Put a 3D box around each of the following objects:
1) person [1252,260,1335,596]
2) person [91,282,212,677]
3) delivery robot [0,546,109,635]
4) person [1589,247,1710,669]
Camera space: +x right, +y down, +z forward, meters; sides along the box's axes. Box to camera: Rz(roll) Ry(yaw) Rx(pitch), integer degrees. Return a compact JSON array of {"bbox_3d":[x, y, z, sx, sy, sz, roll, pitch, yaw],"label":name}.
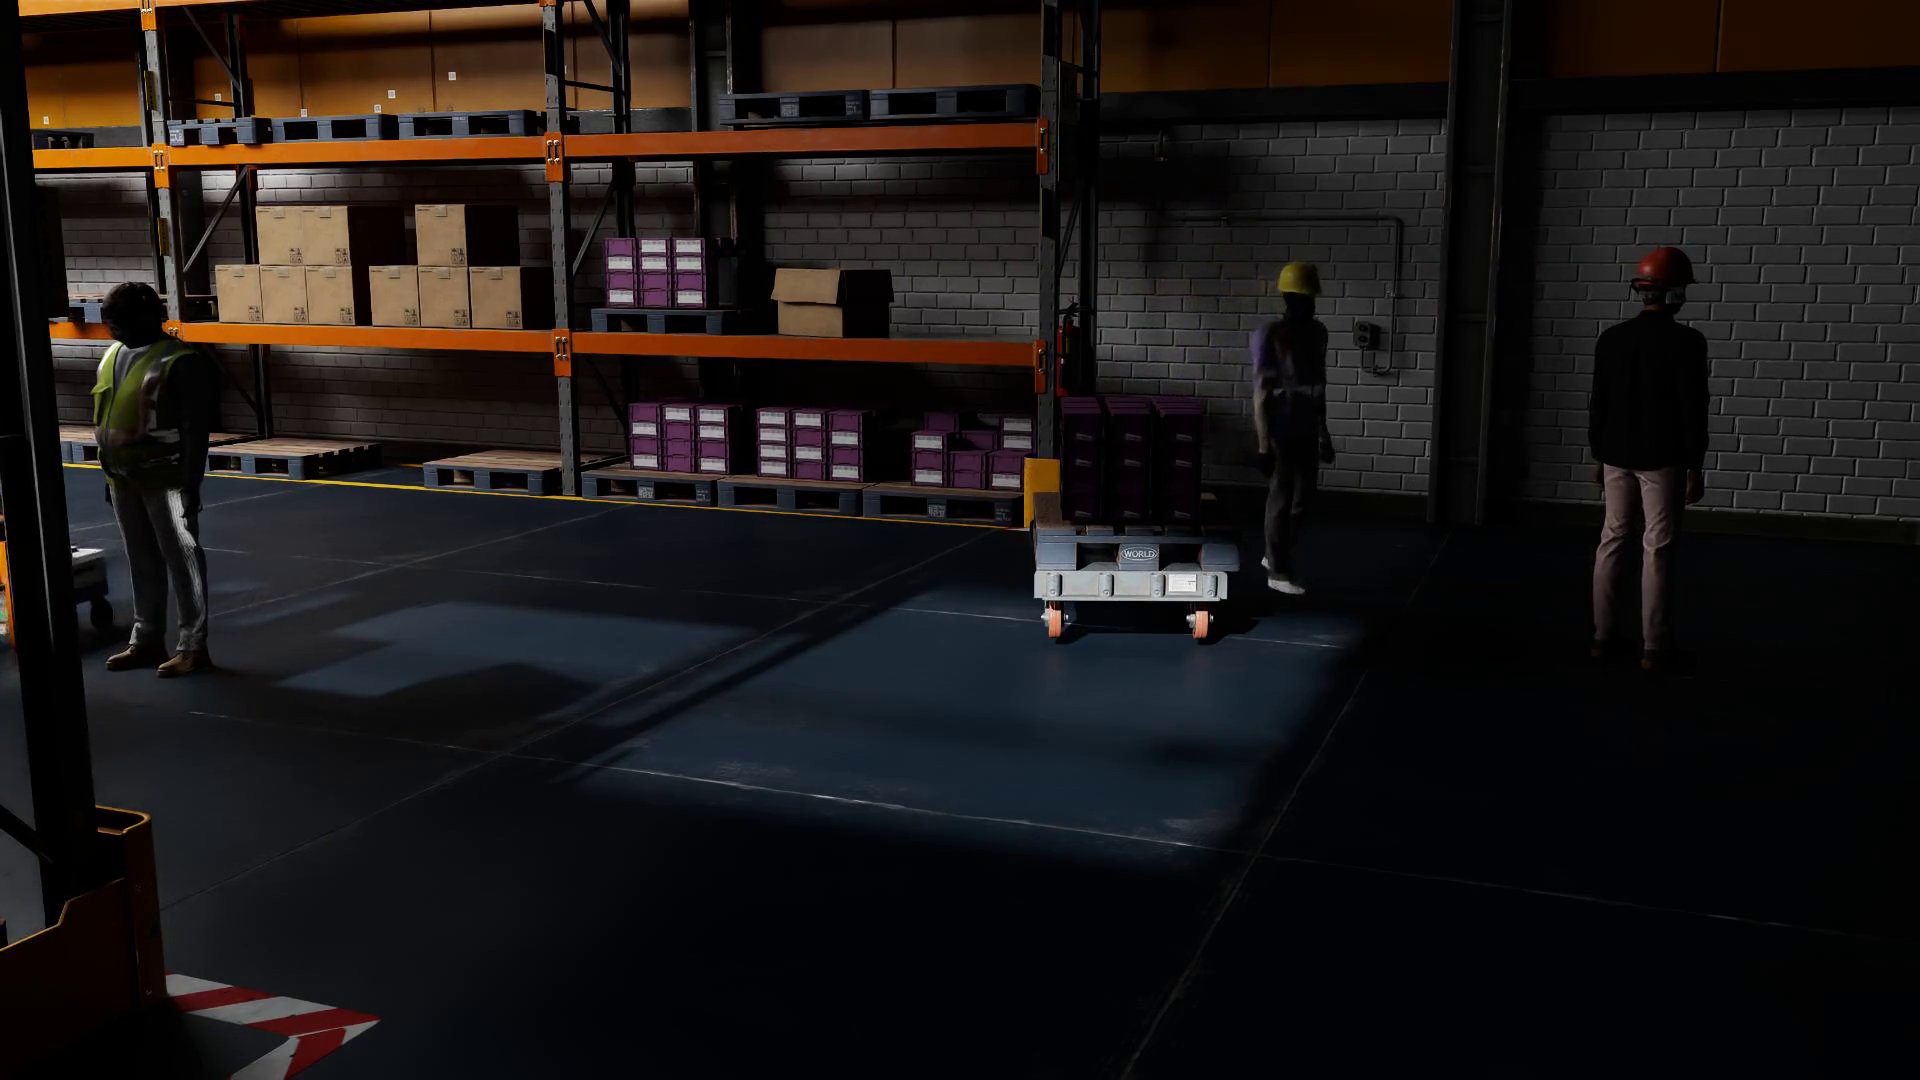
[{"bbox_3d":[1.932,-0.649,9.644,0.628,1.934,0.433,-8,13,-38],"label":"person"},{"bbox_3d":[-3.790,-0.279,7.789,0.621,1.838,0.429,5,11,25],"label":"person"},{"bbox_3d":[-4.665,0.201,8.417,0.477,0.478,0.707,1,10,8],"label":"delivery robot"},{"bbox_3d":[3.292,-0.387,7.943,0.383,1.996,0.609,-6,12,-30],"label":"person"}]
